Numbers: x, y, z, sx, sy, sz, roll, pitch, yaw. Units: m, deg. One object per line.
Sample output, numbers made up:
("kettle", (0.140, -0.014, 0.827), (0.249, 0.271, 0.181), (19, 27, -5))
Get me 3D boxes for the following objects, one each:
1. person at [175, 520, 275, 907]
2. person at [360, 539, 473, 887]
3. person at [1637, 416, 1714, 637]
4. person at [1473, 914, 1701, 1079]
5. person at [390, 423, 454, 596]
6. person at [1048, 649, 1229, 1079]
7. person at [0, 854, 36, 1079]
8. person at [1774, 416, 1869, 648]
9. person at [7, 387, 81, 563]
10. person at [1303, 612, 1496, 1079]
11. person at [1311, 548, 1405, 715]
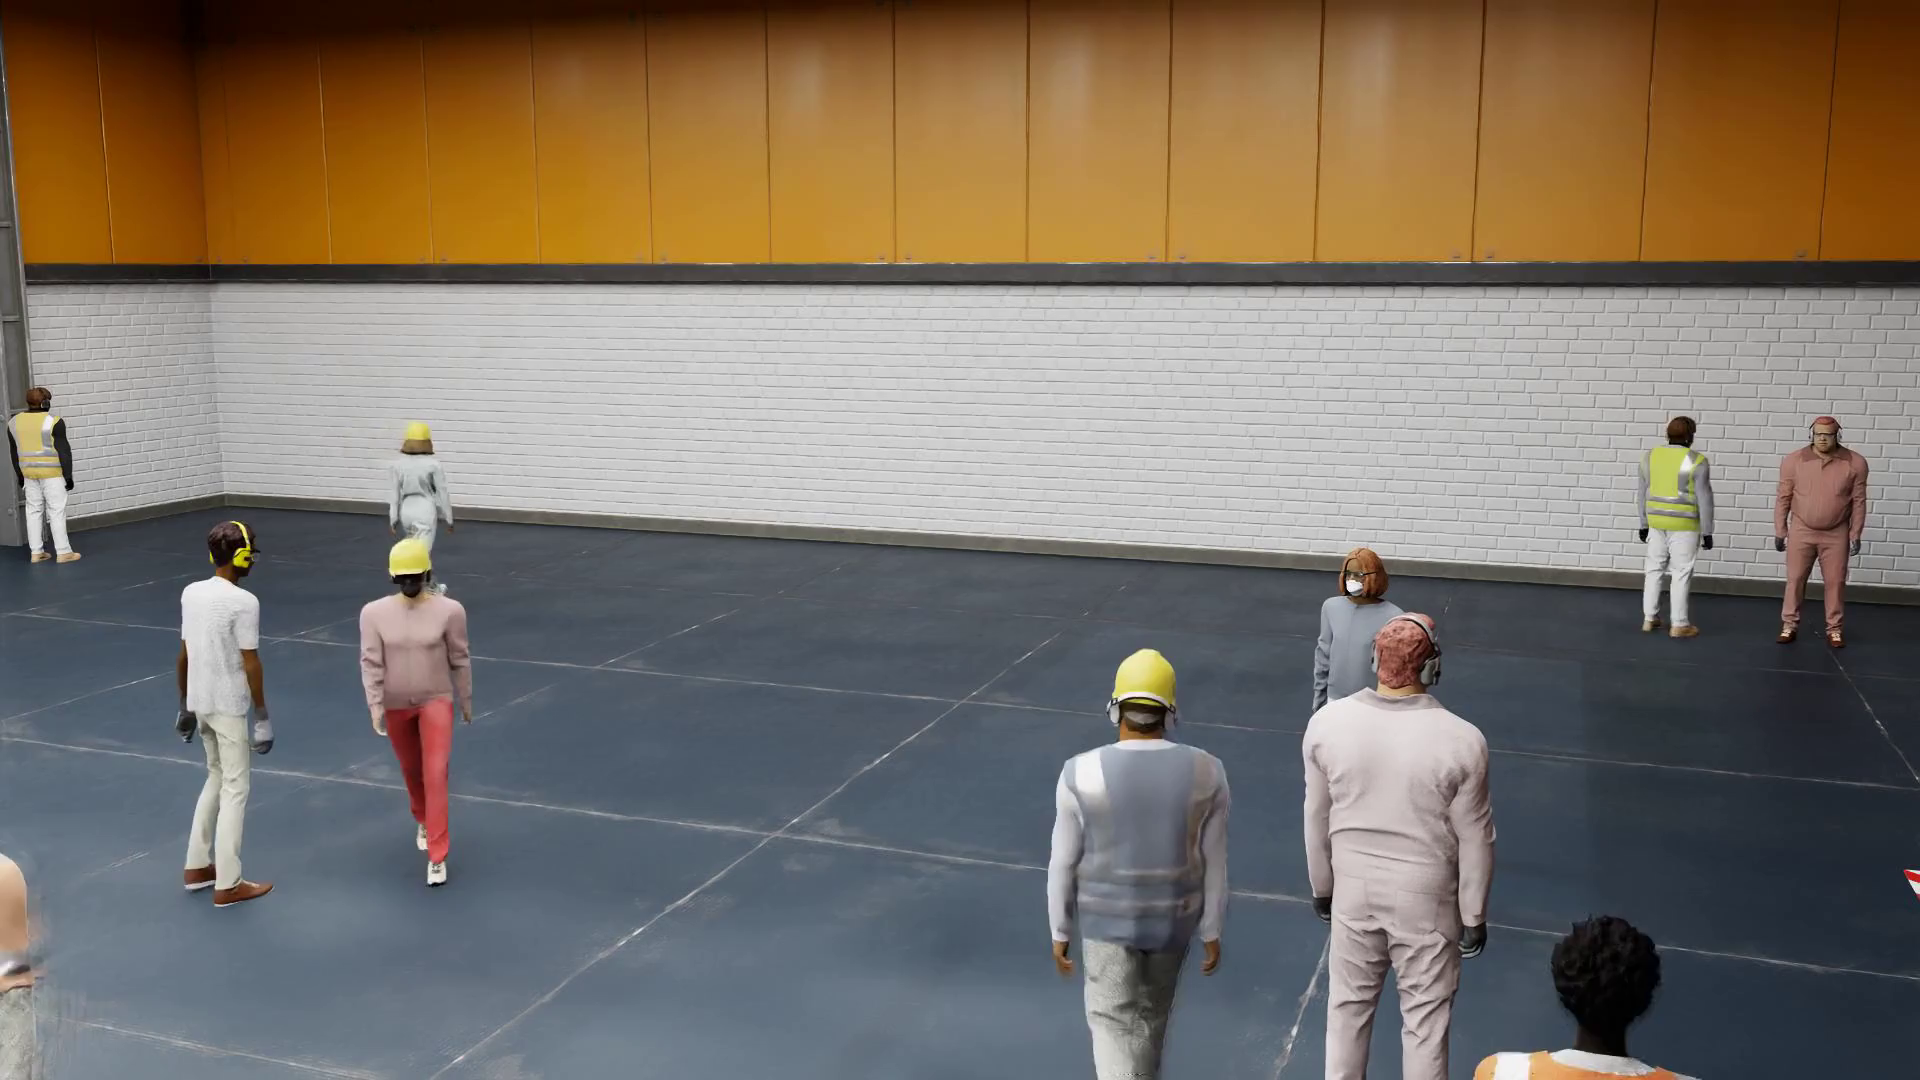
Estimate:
("person", (-3.539, 0.828, 8.052), (0.563, 1.845, 0.436), (6, 11, 32))
("person", (-2.752, 0.825, 8.465), (0.509, 1.715, 0.887), (-1, 9, -9))
("person", (5.978, -0.112, 13.904), (0.429, 1.841, 0.647), (-6, 11, -33))
("person", (1.335, 1.634, 3.546), (0.535, 1.682, 0.505), (3, 10, 17))
("person", (-4.791, -0.201, 14.872), (0.508, 1.688, 0.913), (2, 9, 10))
("person", (0.597, 1.267, 5.500), (0.598, 1.798, 0.818), (-1, 9, -7))
("person", (-2.699, 1.399, 4.394), (0.602, 1.885, 0.978), (-1, 9, -4))
("person", (6.942, -0.064, 13.453), (0.659, 1.894, 0.412), (4, 10, 25))
("person", (-9.554, -0.676, 17.378), (0.633, 1.843, 0.429), (1, 9, 5))
("person", (1.482, 1.187, 5.621), (0.642, 1.909, 0.408), (6, 11, 33))
("person", (2.047, 0.847, 8.572), (0.499, 1.633, 0.286), (7, 12, 39))
